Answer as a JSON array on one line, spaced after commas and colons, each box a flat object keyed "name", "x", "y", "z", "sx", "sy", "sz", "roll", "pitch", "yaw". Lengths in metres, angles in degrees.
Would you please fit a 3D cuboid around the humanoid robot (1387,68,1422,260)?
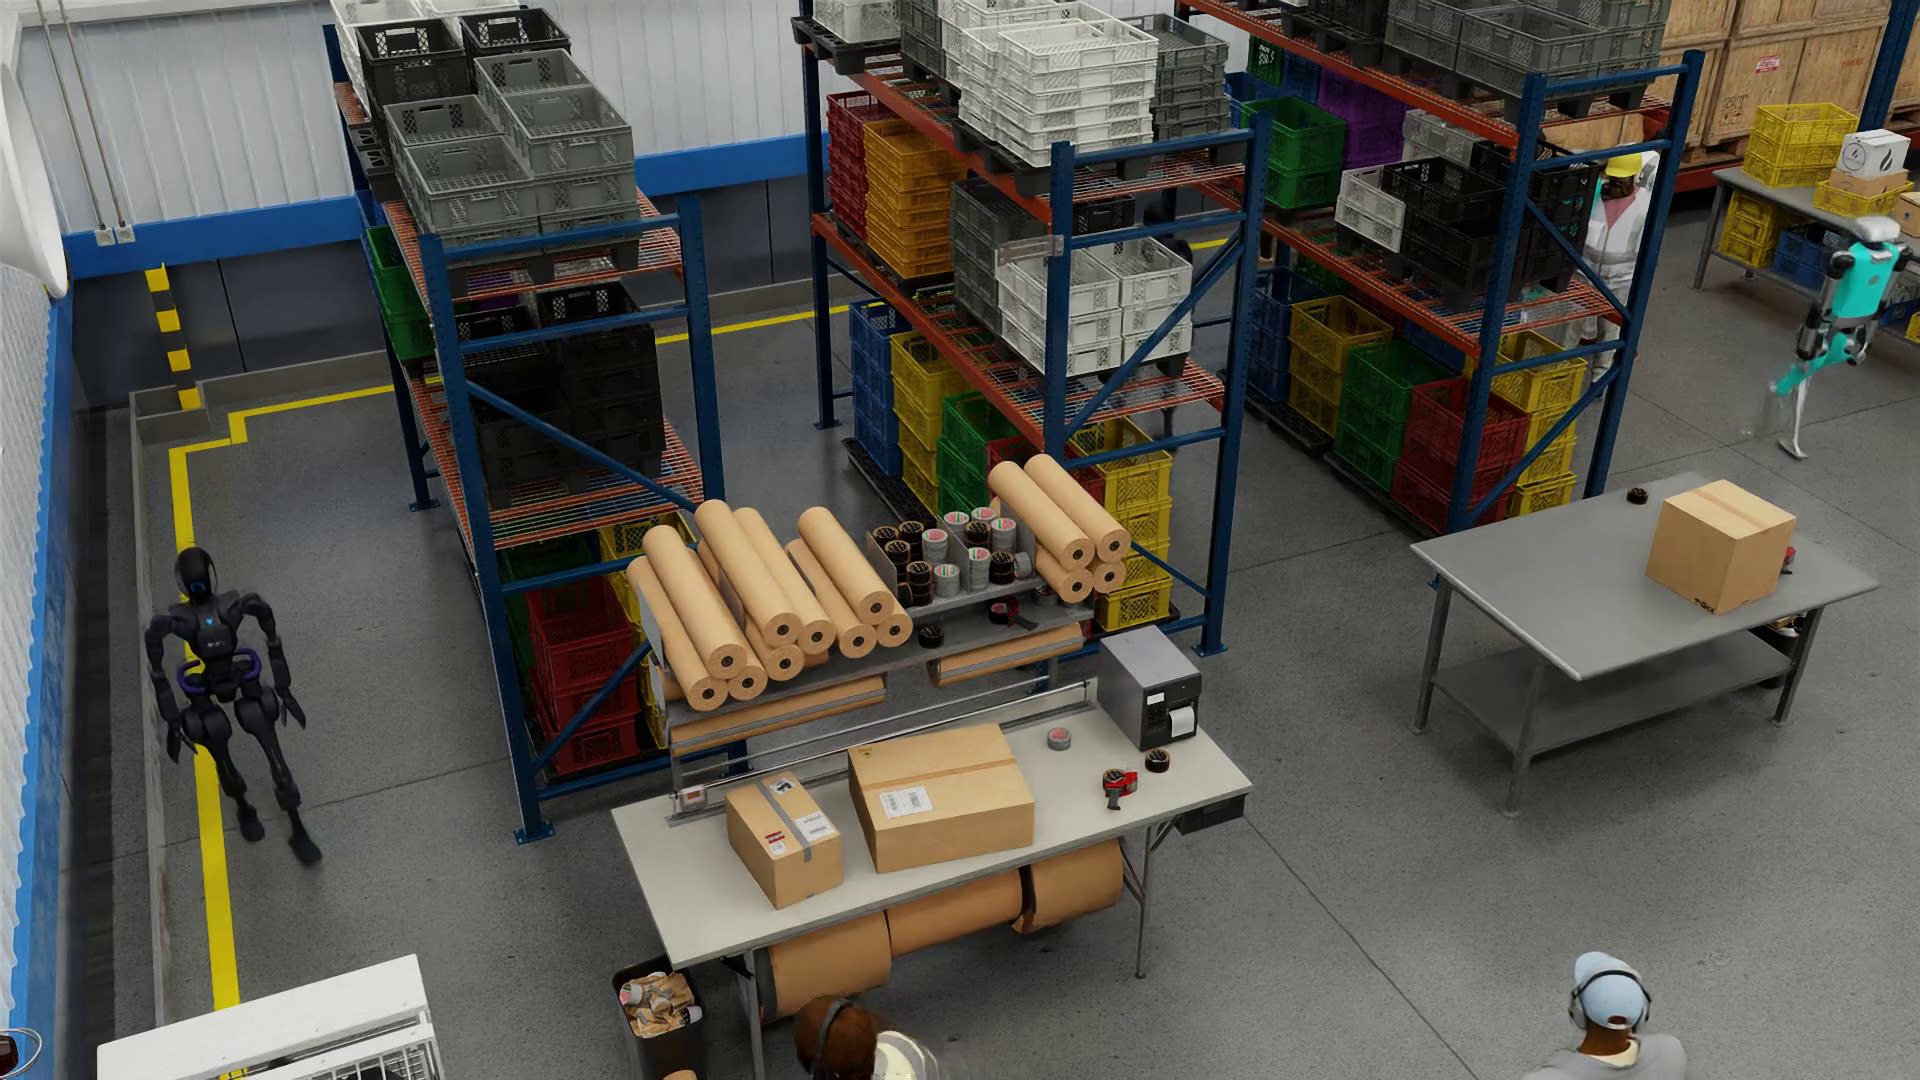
[{"name": "humanoid robot", "x": 3.588, "y": -3.143, "z": 13.736, "sx": 0.405, "sy": 1.646, "sz": 0.601, "roll": -3, "pitch": 32, "yaw": -5}]

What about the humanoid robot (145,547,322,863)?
[{"name": "humanoid robot", "x": -3.260, "y": 0.745, "z": 7.423, "sx": 0.589, "sy": 1.638, "sz": 0.619, "roll": -18, "pitch": 36, "yaw": -27}]

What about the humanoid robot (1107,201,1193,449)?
[{"name": "humanoid robot", "x": 1.274, "y": -1.466, "z": 11.050, "sx": 0.588, "sy": 1.619, "sz": 0.789, "roll": -9, "pitch": 33, "yaw": -15}]

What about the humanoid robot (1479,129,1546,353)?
[{"name": "humanoid robot", "x": 4.028, "y": -2.202, "z": 12.188, "sx": 0.315, "sy": 1.659, "sz": 0.599, "roll": 5, "pitch": 32, "yaw": 9}]

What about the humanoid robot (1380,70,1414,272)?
[{"name": "humanoid robot", "x": 3.655, "y": -3.062, "z": 13.555, "sx": 0.836, "sy": 1.795, "sz": 0.606, "roll": 9, "pitch": 33, "yaw": 15}]

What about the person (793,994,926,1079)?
[{"name": "person", "x": -0.377, "y": 2.095, "z": 5.115, "sx": 0.951, "sy": 1.795, "sz": 0.635, "roll": 11, "pitch": 33, "yaw": 18}]

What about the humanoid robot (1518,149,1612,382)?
[{"name": "humanoid robot", "x": 4.196, "y": -1.960, "z": 11.713, "sx": 0.531, "sy": 1.746, "sz": 0.706, "roll": 6, "pitch": 32, "yaw": 9}]

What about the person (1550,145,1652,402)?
[{"name": "person", "x": 4.423, "y": -1.832, "z": 11.454, "sx": 0.596, "sy": 1.830, "sz": 0.403, "roll": 16, "pitch": 35, "yaw": 24}]

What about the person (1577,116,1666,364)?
[{"name": "person", "x": 4.828, "y": -2.196, "z": 11.996, "sx": 0.337, "sy": 1.882, "sz": 0.582, "roll": -10, "pitch": 33, "yaw": -16}]

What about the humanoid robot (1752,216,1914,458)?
[{"name": "humanoid robot", "x": 5.518, "y": -1.264, "z": 10.732, "sx": 0.547, "sy": 1.883, "sz": 0.758, "roll": -6, "pitch": 32, "yaw": -10}]

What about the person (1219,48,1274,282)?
[{"name": "person", "x": 2.448, "y": -3.070, "z": 13.302, "sx": 0.421, "sy": 2.004, "sz": 0.706, "roll": -4, "pitch": 32, "yaw": -7}]

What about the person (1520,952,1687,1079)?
[{"name": "person", "x": 1.878, "y": 2.005, "z": 5.205, "sx": 0.596, "sy": 1.849, "sz": 0.385, "roll": -11, "pitch": 33, "yaw": -18}]

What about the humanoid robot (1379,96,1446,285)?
[{"name": "humanoid robot", "x": 3.429, "y": -2.650, "z": 12.747, "sx": 0.533, "sy": 1.677, "sz": 0.735, "roll": 6, "pitch": 32, "yaw": 10}]
